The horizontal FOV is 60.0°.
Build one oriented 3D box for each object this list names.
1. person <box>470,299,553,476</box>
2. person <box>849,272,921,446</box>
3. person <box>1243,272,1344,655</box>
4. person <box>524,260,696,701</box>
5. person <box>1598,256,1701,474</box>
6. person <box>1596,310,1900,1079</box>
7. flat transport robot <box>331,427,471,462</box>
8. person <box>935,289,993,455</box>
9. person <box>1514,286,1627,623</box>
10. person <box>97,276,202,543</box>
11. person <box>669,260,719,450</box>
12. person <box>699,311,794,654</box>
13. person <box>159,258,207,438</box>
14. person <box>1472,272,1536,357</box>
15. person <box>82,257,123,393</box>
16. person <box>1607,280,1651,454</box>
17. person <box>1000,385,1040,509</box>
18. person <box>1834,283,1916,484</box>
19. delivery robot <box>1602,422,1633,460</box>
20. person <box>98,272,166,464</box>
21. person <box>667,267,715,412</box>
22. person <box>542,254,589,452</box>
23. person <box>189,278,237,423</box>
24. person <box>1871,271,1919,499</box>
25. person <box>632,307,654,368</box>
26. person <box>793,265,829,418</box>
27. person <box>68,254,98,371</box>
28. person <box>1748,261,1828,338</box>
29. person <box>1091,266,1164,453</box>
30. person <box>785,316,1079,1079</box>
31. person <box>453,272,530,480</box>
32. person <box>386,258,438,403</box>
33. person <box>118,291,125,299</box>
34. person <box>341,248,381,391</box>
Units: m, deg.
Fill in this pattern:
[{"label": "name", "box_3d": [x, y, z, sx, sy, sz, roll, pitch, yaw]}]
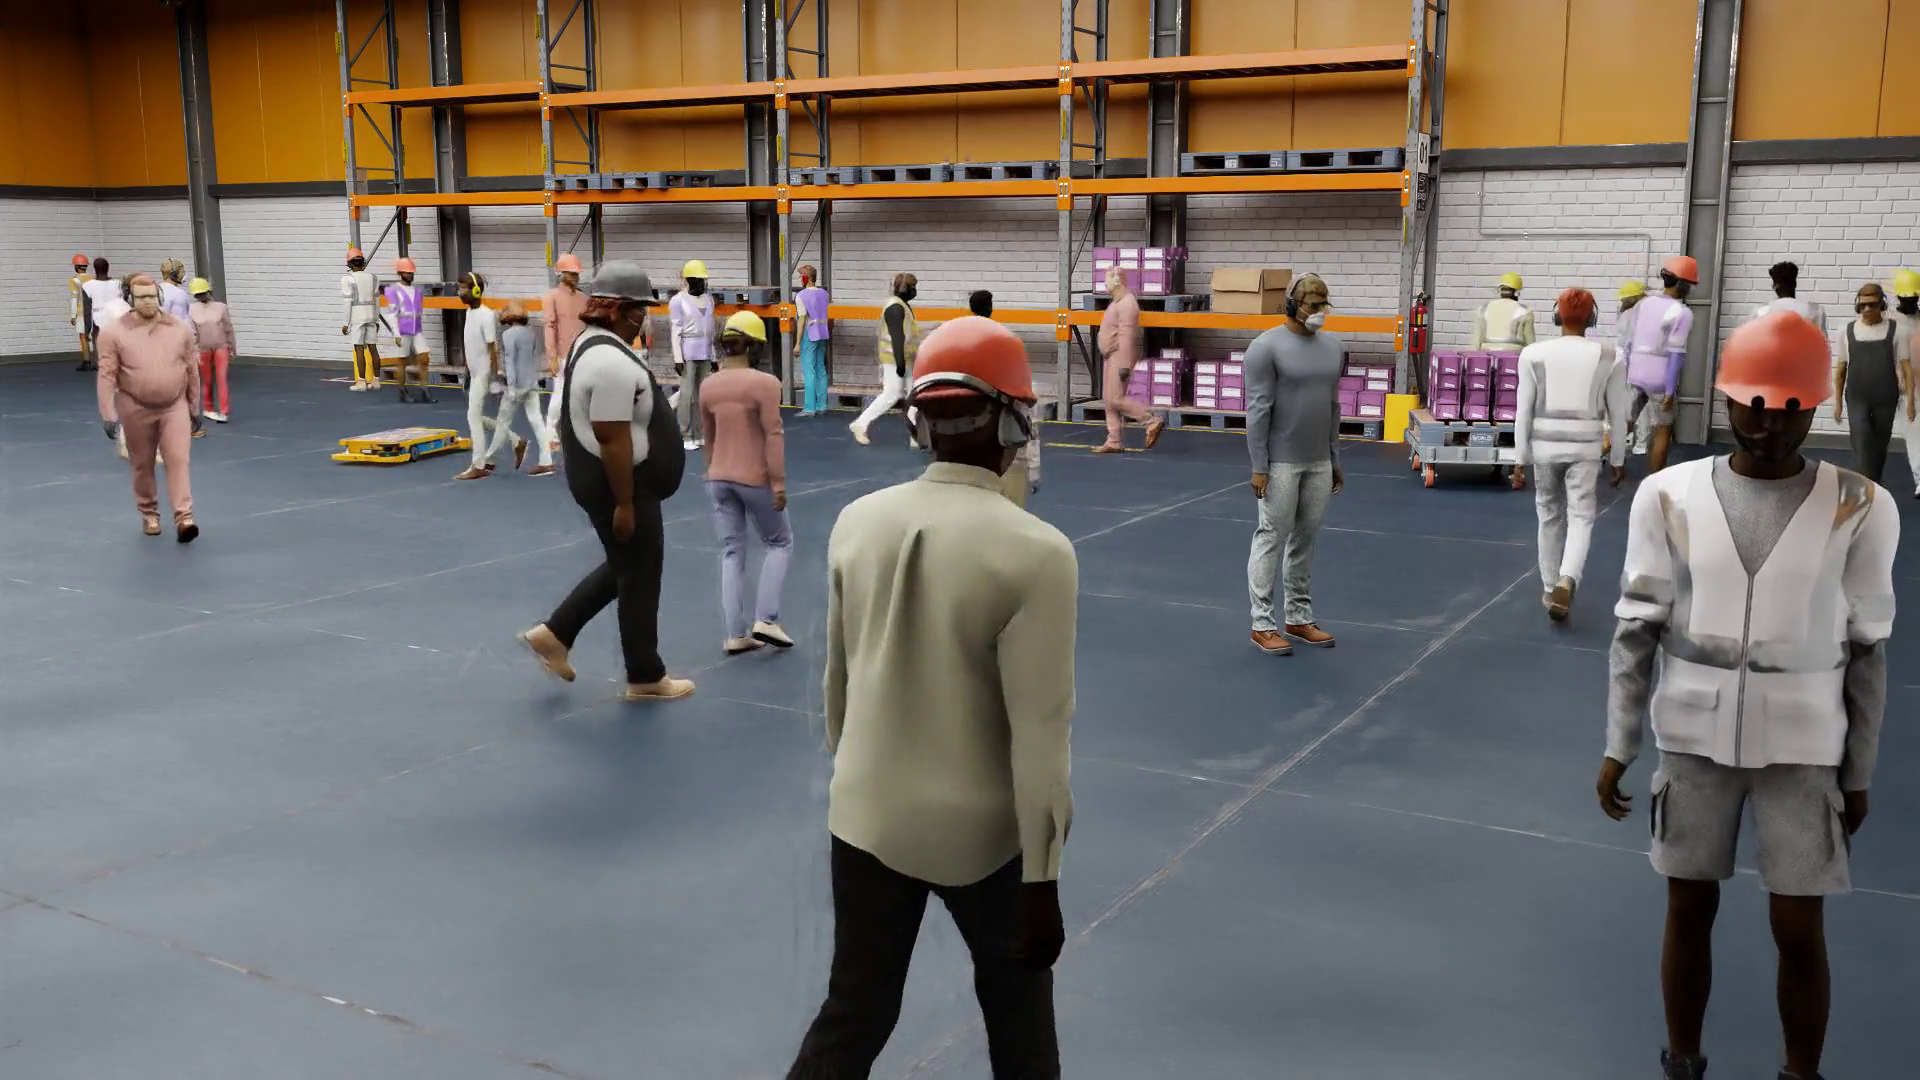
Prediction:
[{"label": "person", "box_3d": [-4.044, -1.373, 15.036, 0.834, 1.588, 0.522, 3, 11, 18]}, {"label": "person", "box_3d": [-0.696, -1.846, 17.138, 0.860, 1.805, 0.651, 1, 10, 8]}, {"label": "person", "box_3d": [1.720, -0.391, 8.506, 0.630, 1.937, 0.373, -7, 12, -33]}, {"label": "person", "box_3d": [-1.577, -0.268, 7.515, 0.677, 2.000, 0.696, -4, 11, -22]}, {"label": "person", "box_3d": [5.494, -1.286, 13.432, 0.916, 1.996, 0.682, -4, 11, -21]}, {"label": "person", "box_3d": [1.737, 0.461, 3.711, 0.560, 1.932, 0.411, 6, 12, 31]}, {"label": "flat transport robot", "box_3d": [-5.474, -0.944, 16.347, 0.652, 0.197, 1.431, 2, 10, 13]}, {"label": "person", "box_3d": [0.069, -1.528, 15.708, 0.664, 1.675, 0.547, 0, 10, -2]}, {"label": "person", "box_3d": [3.375, -0.478, 9.237, 0.585, 1.856, 0.874, 4, 11, 23]}, {"label": "person", "box_3d": [-5.654, -0.907, 11.655, 0.674, 1.849, 1.005, -7, 12, -33]}, {"label": "person", "box_3d": [-2.696, -1.887, 17.003, 0.366, 1.927, 0.585, 7, 12, 34]}, {"label": "person", "box_3d": [-1.085, -0.288, 8.479, 0.559, 1.732, 0.457, 6, 11, 29]}, {"label": "person", "box_3d": [-8.466, -2.058, 17.937, 0.631, 1.938, 0.362, 8, 13, 40]}, {"label": "person", "box_3d": [5.624, -1.839, 17.086, 0.600, 1.796, 0.836, 8, 13, 39]}, {"label": "person", "box_3d": [-12.011, -3.008, 23.409, 0.594, 1.926, 0.431, -8, 13, -40]}, {"label": "person", "box_3d": [6.657, -1.713, 16.559, 0.511, 1.719, 0.576, -5, 11, -26]}, {"label": "person", "box_3d": [0.249, -0.430, 9.731, 0.509, 1.596, 0.808, 3, 11, 18]}, {"label": "person", "box_3d": [7.047, -1.083, 12.832, 0.570, 1.803, 0.904, 6, 12, 32]}, {"label": "delivery robot", "box_3d": [5.734, -0.898, 15.023, 0.477, 0.478, 0.707, -3, 11, -19]}, {"label": "person", "box_3d": [-7.770, -1.618, 15.755, 0.445, 1.825, 0.643, 7, 12, 35]}, {"label": "person", "box_3d": [-2.912, -2.011, 17.852, 0.772, 1.873, 0.651, 0, 10, 2]}, {"label": "person", "box_3d": [-3.956, -1.875, 16.800, 0.534, 1.993, 0.633, 6, 11, 29]}, {"label": "person", "box_3d": [-8.817, -2.232, 19.598, 0.548, 1.719, 0.788, -5, 11, -26]}, {"label": "person", "box_3d": [7.757, -1.268, 13.699, 0.581, 1.860, 0.983, 1, 10, 8]}, {"label": "person", "box_3d": [-3.835, -2.300, 19.992, 0.319, 1.697, 0.532, -4, 11, -20]}, {"label": "person", "box_3d": [-1.790, -2.399, 20.140, 0.389, 1.842, 0.567, 6, 12, 31]}, {"label": "person", "box_3d": [-14.532, -3.762, 27.619, 0.386, 1.939, 0.550, 5, 11, 25]}, {"label": "person", "box_3d": [7.171, -1.436, 14.425, 0.676, 1.930, 0.666, 6, 12, 29]}, {"label": "person", "box_3d": [1.656, -1.778, 16.544, 0.609, 1.884, 0.650, -1, 10, -5]}, {"label": "person", "box_3d": [-0.066, 0.551, 3.204, 0.665, 1.939, 1.039, 7, 12, 36]}, {"label": "person", "box_3d": [-4.218, -1.467, 14.869, 0.679, 1.845, 0.534, -6, 12, -31]}, {"label": "person", "box_3d": [-7.159, -2.720, 21.761, 0.798, 1.905, 0.562, 7, 12, 36]}, {"label": "person", "box_3d": [-9.257, -2.010, 18.642, 0.509, 1.593, 0.832, -8, 13, -38]}, {"label": "person", "box_3d": [-8.588, -3.145, 23.820, 0.392, 2.035, 0.605, 7, 12, 33]}]
